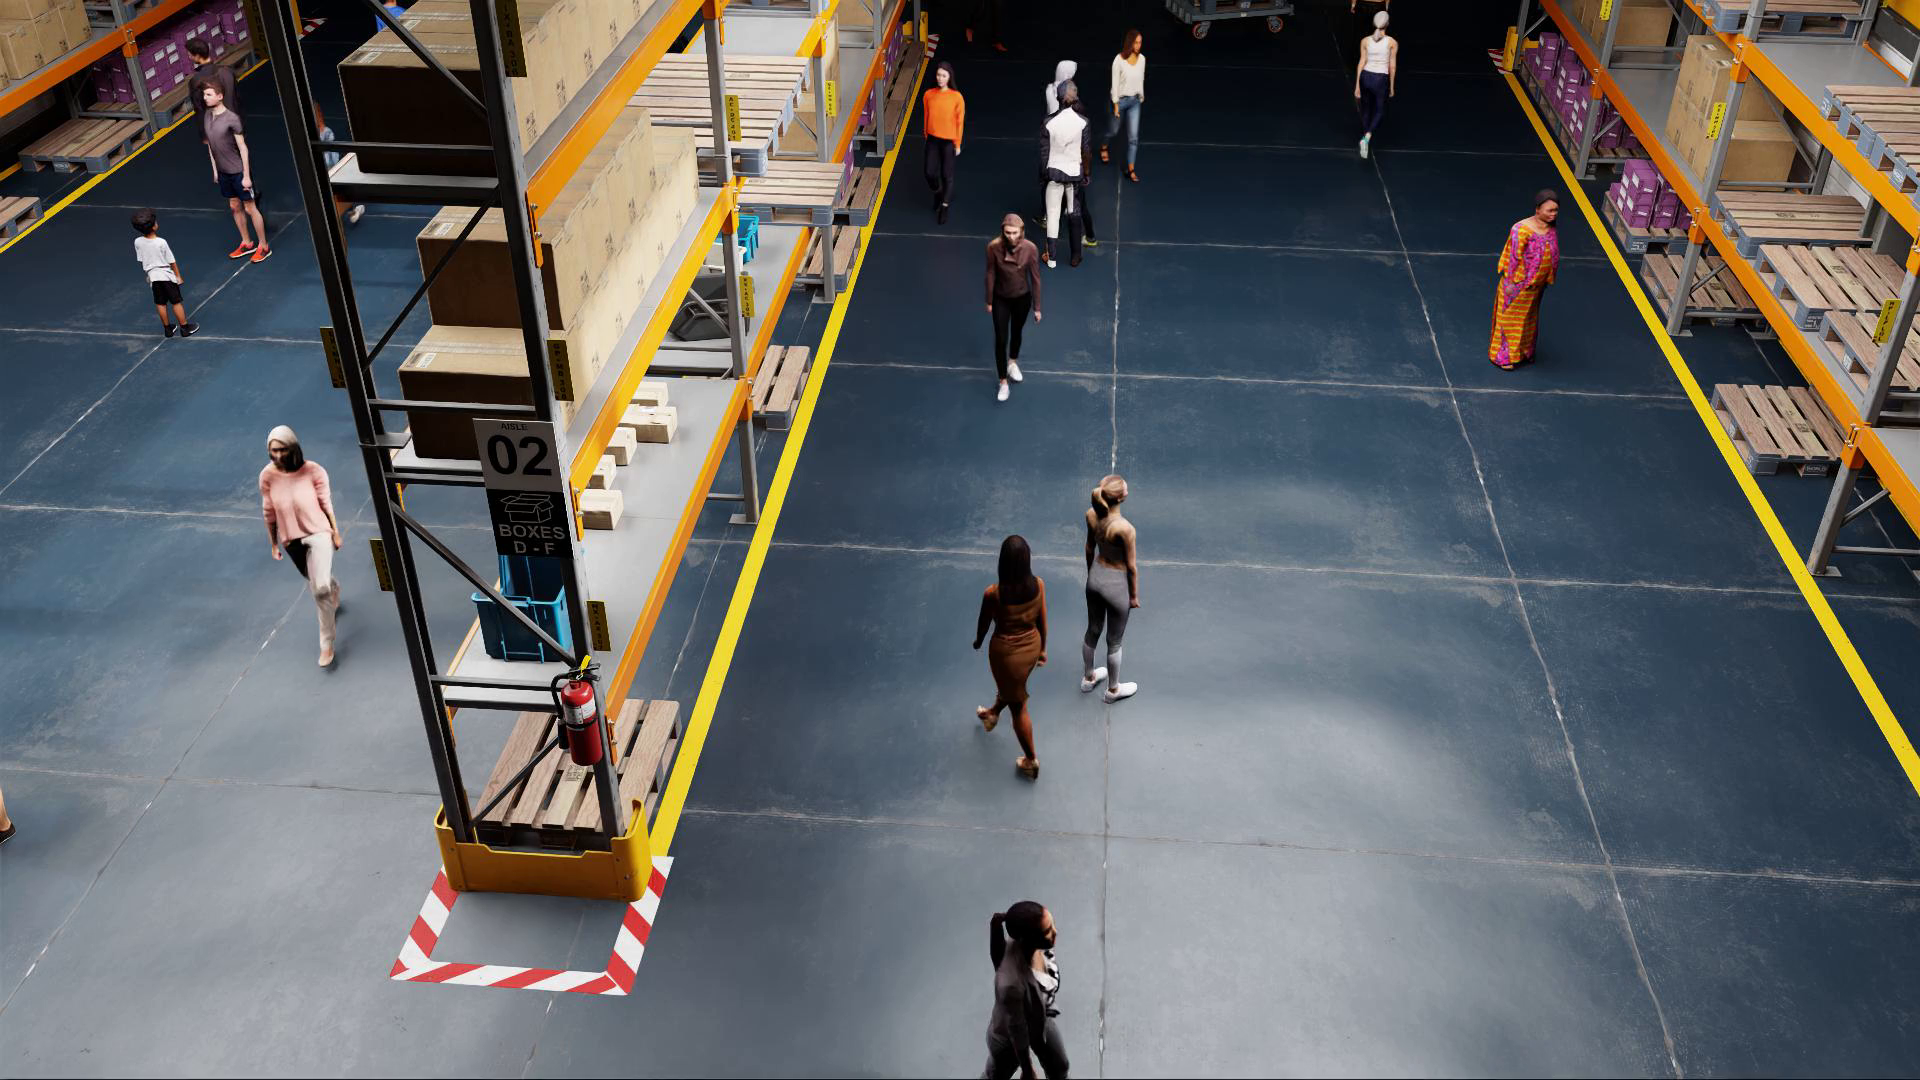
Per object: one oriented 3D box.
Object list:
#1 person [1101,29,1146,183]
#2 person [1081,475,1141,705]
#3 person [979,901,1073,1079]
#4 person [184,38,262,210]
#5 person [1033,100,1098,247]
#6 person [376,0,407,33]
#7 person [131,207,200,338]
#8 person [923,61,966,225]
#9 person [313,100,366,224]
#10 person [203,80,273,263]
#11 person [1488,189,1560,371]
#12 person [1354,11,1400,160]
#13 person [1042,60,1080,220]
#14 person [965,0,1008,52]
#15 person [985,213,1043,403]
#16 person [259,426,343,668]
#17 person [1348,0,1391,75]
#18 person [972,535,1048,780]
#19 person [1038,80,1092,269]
[{"bbox_3d":[1.818,-4.947,18.819,0.926,1.640,1.177,-10,35,-15],"label":"person"},{"bbox_3d":[0.967,0.311,10.851,0.665,1.704,0.714,28,43,35],"label":"person"},{"bbox_3d":[0.208,2.307,7.901,0.864,1.646,0.971,12,35,17],"label":"person"},{"bbox_3d":[-7.770,-4.348,17.663,1.022,1.922,1.028,20,39,28],"label":"person"},{"bbox_3d":[1.263,-3.750,17.132,0.752,1.514,0.961,12,35,17],"label":"person"},{"bbox_3d":[-6.611,-5.669,19.697,0.623,1.870,0.581,6,34,9],"label":"person"},{"bbox_3d":[-7.426,-2.482,15.453,0.492,1.261,0.493,2,34,3],"label":"person"},{"bbox_3d":[-0.149,-4.248,17.680,0.679,1.737,0.722,10,35,15],"label":"person"},{"bbox_3d":[-6.633,-3.798,17.264,0.637,1.449,0.948,5,34,8],"label":"person"},{"bbox_3d":[-7.334,-3.731,16.797,0.720,1.853,0.680,15,37,22],"label":"person"},{"bbox_3d":[5.093,-2.362,14.884,0.778,1.690,0.825,-18,38,-25],"label":"person"},{"bbox_3d":[4.757,-5.194,19.152,0.843,1.682,1.070,15,37,22],"label":"person"},{"bbox_3d":[0.992,-4.145,17.511,0.894,1.752,0.998,23,40,31],"label":"person"},{"bbox_3d":[0.328,-7.607,22.694,1.013,1.779,1.129,-19,38,-26],"label":"person"},{"bbox_3d":[0.448,-2.117,14.542,0.701,1.662,0.965,-4,34,-6],"label":"person"},{"bbox_3d":[-4.478,-0.058,11.421,0.769,1.687,1.170,-3,34,-5],"label":"person"},{"bbox_3d":[5.380,-7.000,21.805,0.684,1.754,0.623,7,34,11],"label":"person"},{"bbox_3d":[0.376,0.776,10.196,0.890,1.654,1.011,-19,38,-26],"label":"person"},{"bbox_3d":[1.043,-3.651,16.641,0.707,1.893,0.621,-1,34,-2],"label":"person"}]
